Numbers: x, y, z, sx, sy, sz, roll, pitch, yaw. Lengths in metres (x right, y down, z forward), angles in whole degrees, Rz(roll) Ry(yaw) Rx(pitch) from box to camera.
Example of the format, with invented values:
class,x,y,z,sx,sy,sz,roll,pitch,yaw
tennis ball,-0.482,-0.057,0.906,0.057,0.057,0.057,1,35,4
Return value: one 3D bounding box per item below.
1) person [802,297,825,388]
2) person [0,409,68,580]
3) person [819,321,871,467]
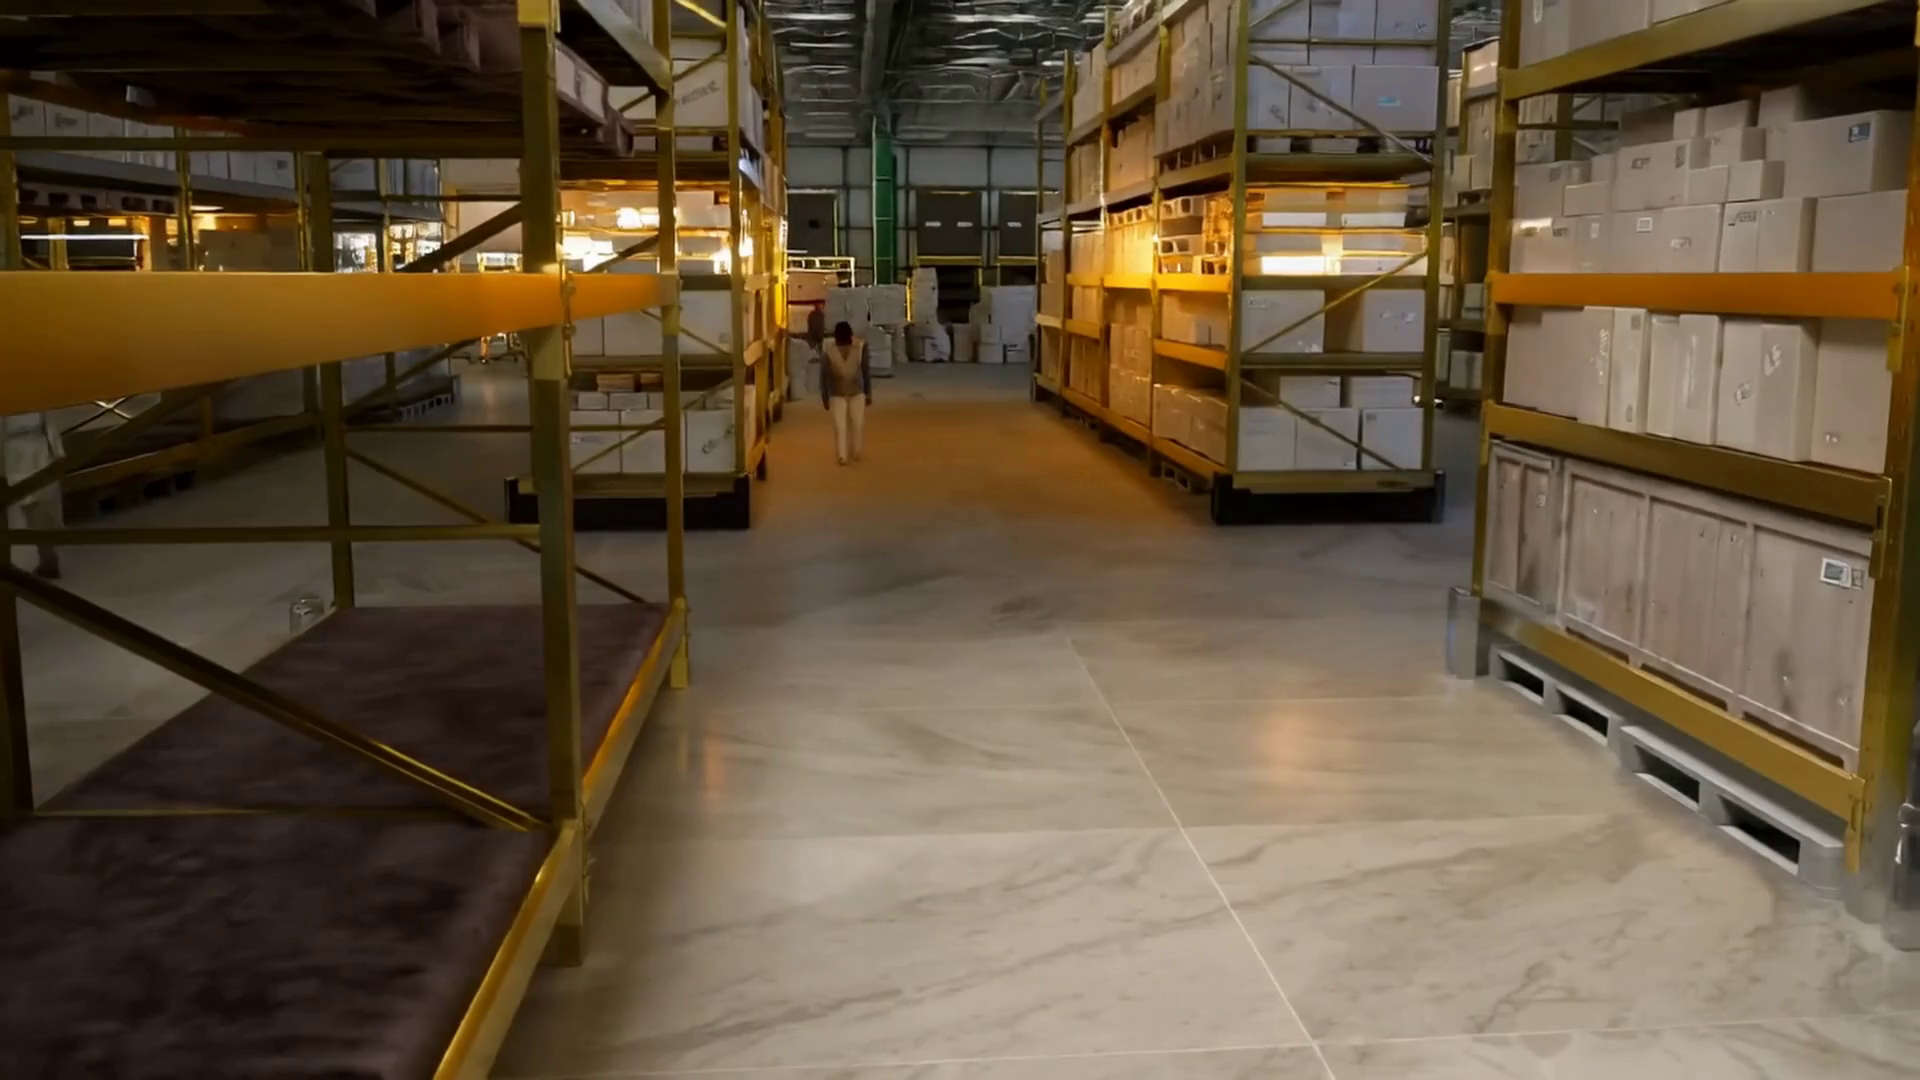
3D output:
class,x,y,z,sx,sy,sz,roll,pitch,yaw
person,-3.052,-4.171,35.287,1.041,1.938,0.653,4,10,25
person,-7.369,-0.611,13.046,0.546,1.893,0.621,4,10,22
person,-1.452,-1.841,20.970,0.654,1.832,0.433,-1,9,-9
